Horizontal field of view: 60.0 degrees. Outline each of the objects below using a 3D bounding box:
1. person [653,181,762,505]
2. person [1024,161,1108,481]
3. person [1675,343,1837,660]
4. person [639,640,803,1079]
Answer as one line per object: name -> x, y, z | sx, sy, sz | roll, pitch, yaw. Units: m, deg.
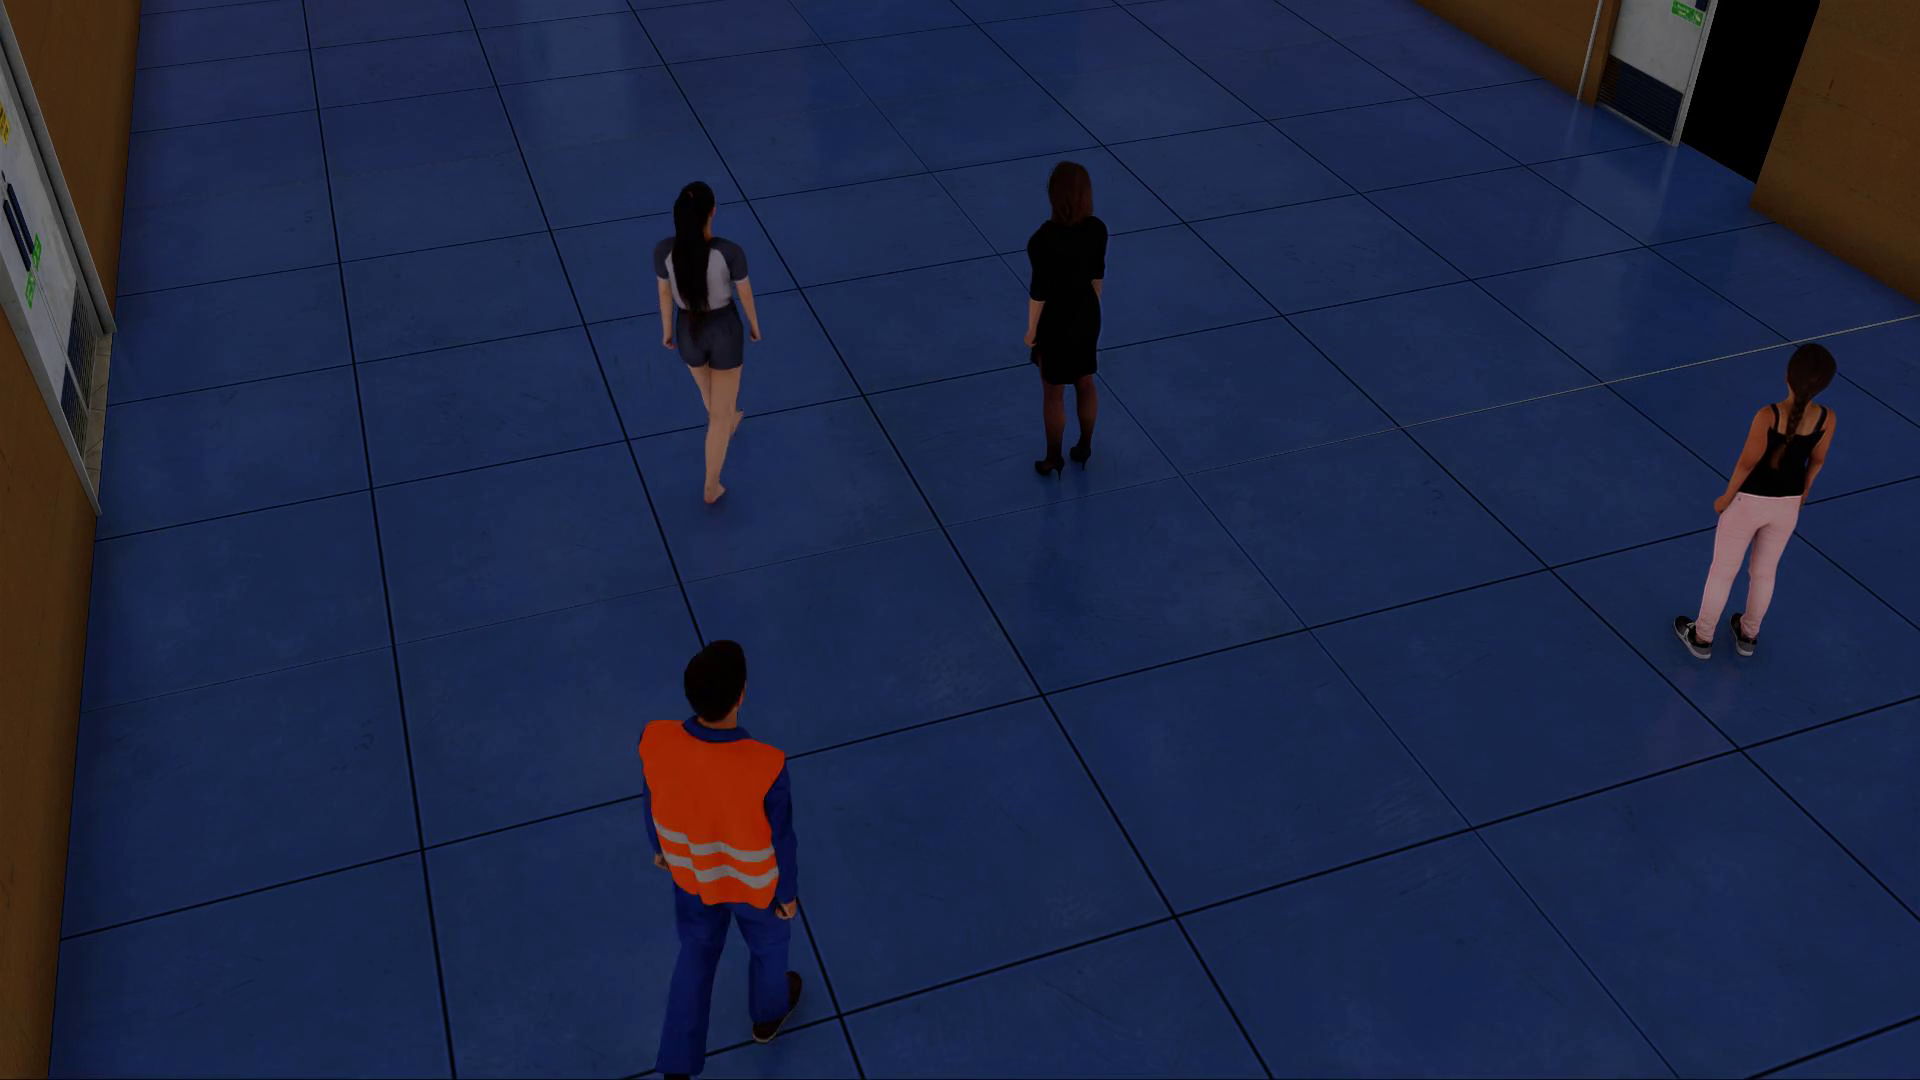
person -> -1.242, -0.925, 8.161 | 1.096, 1.603, 1.015 | 6, 37, 8
person -> 0.529, -1.065, 8.250 | 0.491, 1.705, 0.681 | -19, 41, -24
person -> 3.462, -0.153, 7.165 | 0.542, 1.564, 0.659 | 0, 37, 1
person -> -0.768, 1.116, 5.239 | 1.132, 1.848, 1.118 | 10, 38, 13
